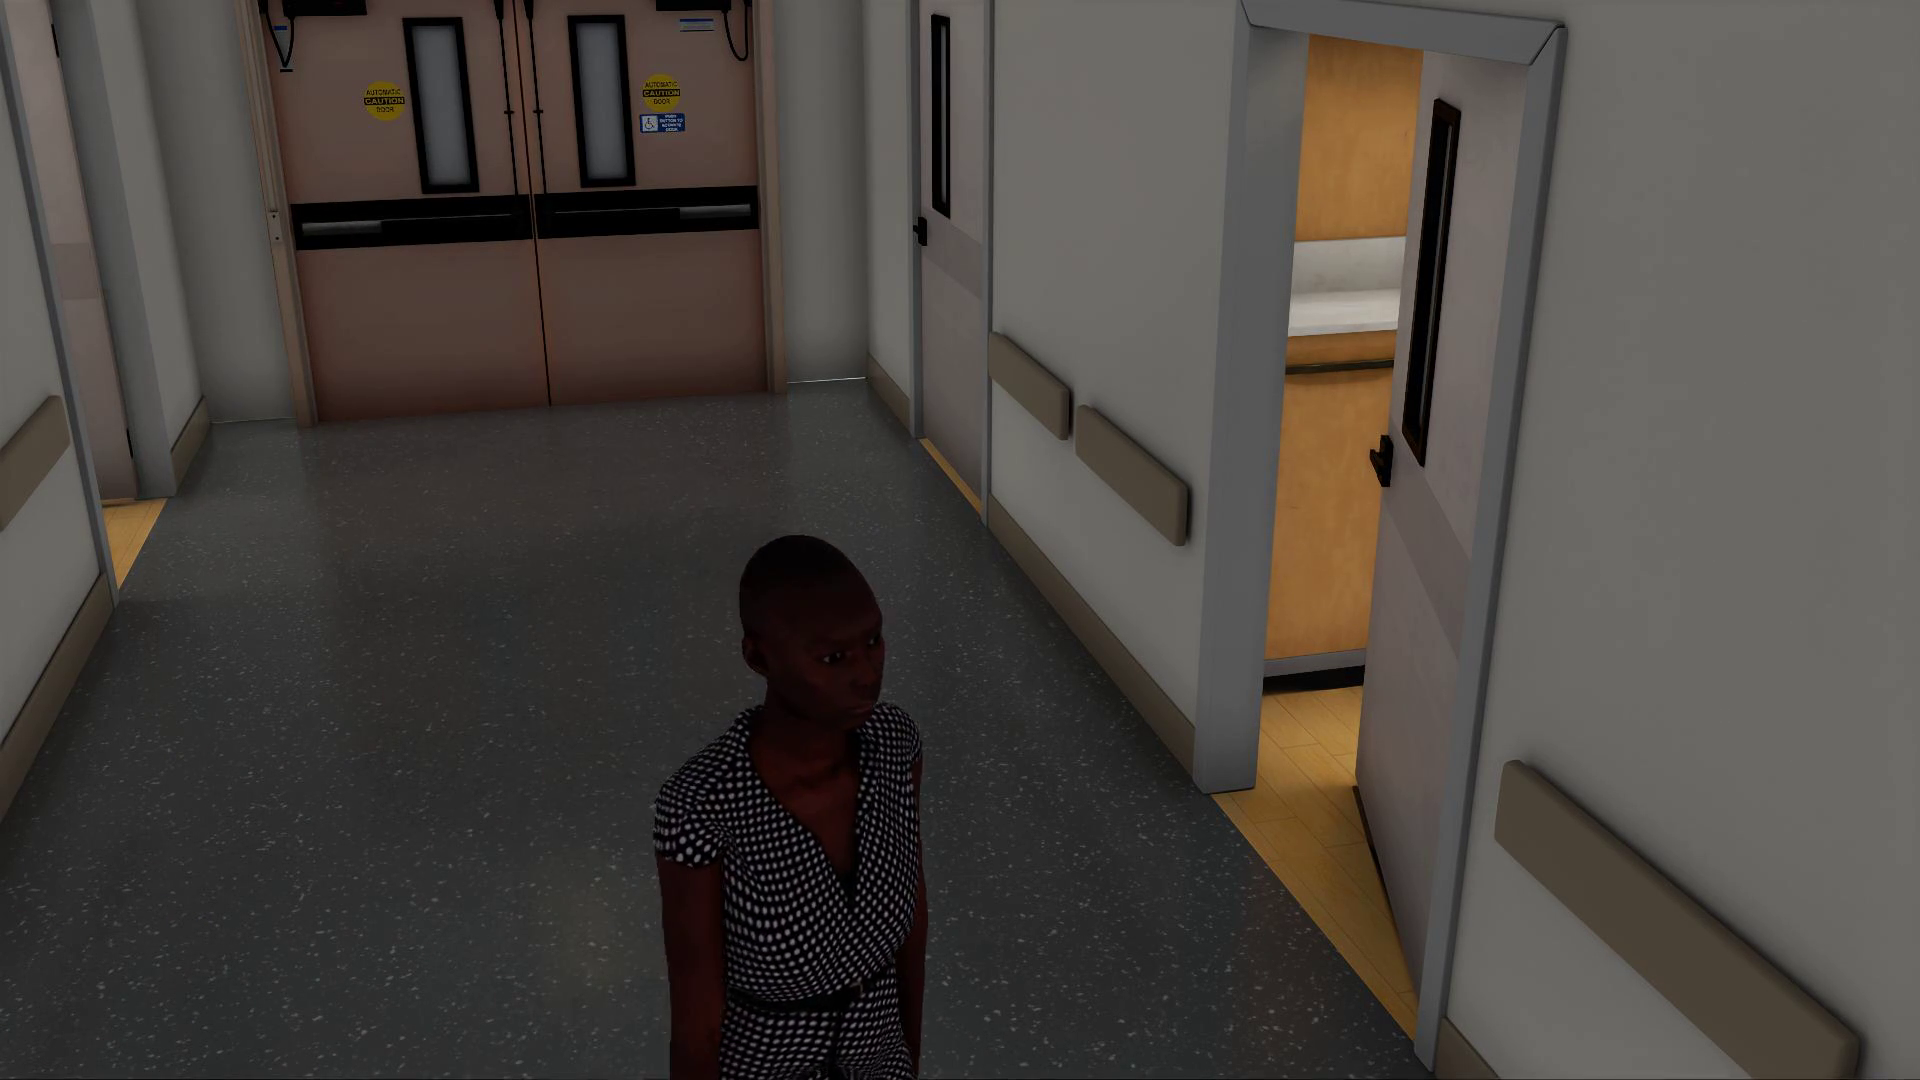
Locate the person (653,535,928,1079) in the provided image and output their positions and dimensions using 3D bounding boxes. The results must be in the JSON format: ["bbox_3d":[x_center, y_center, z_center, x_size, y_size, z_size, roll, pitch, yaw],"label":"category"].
[{"bbox_3d":[-0.287,0.810,2.404,1.079,1.766,0.928,19,28,41],"label":"person"}]
